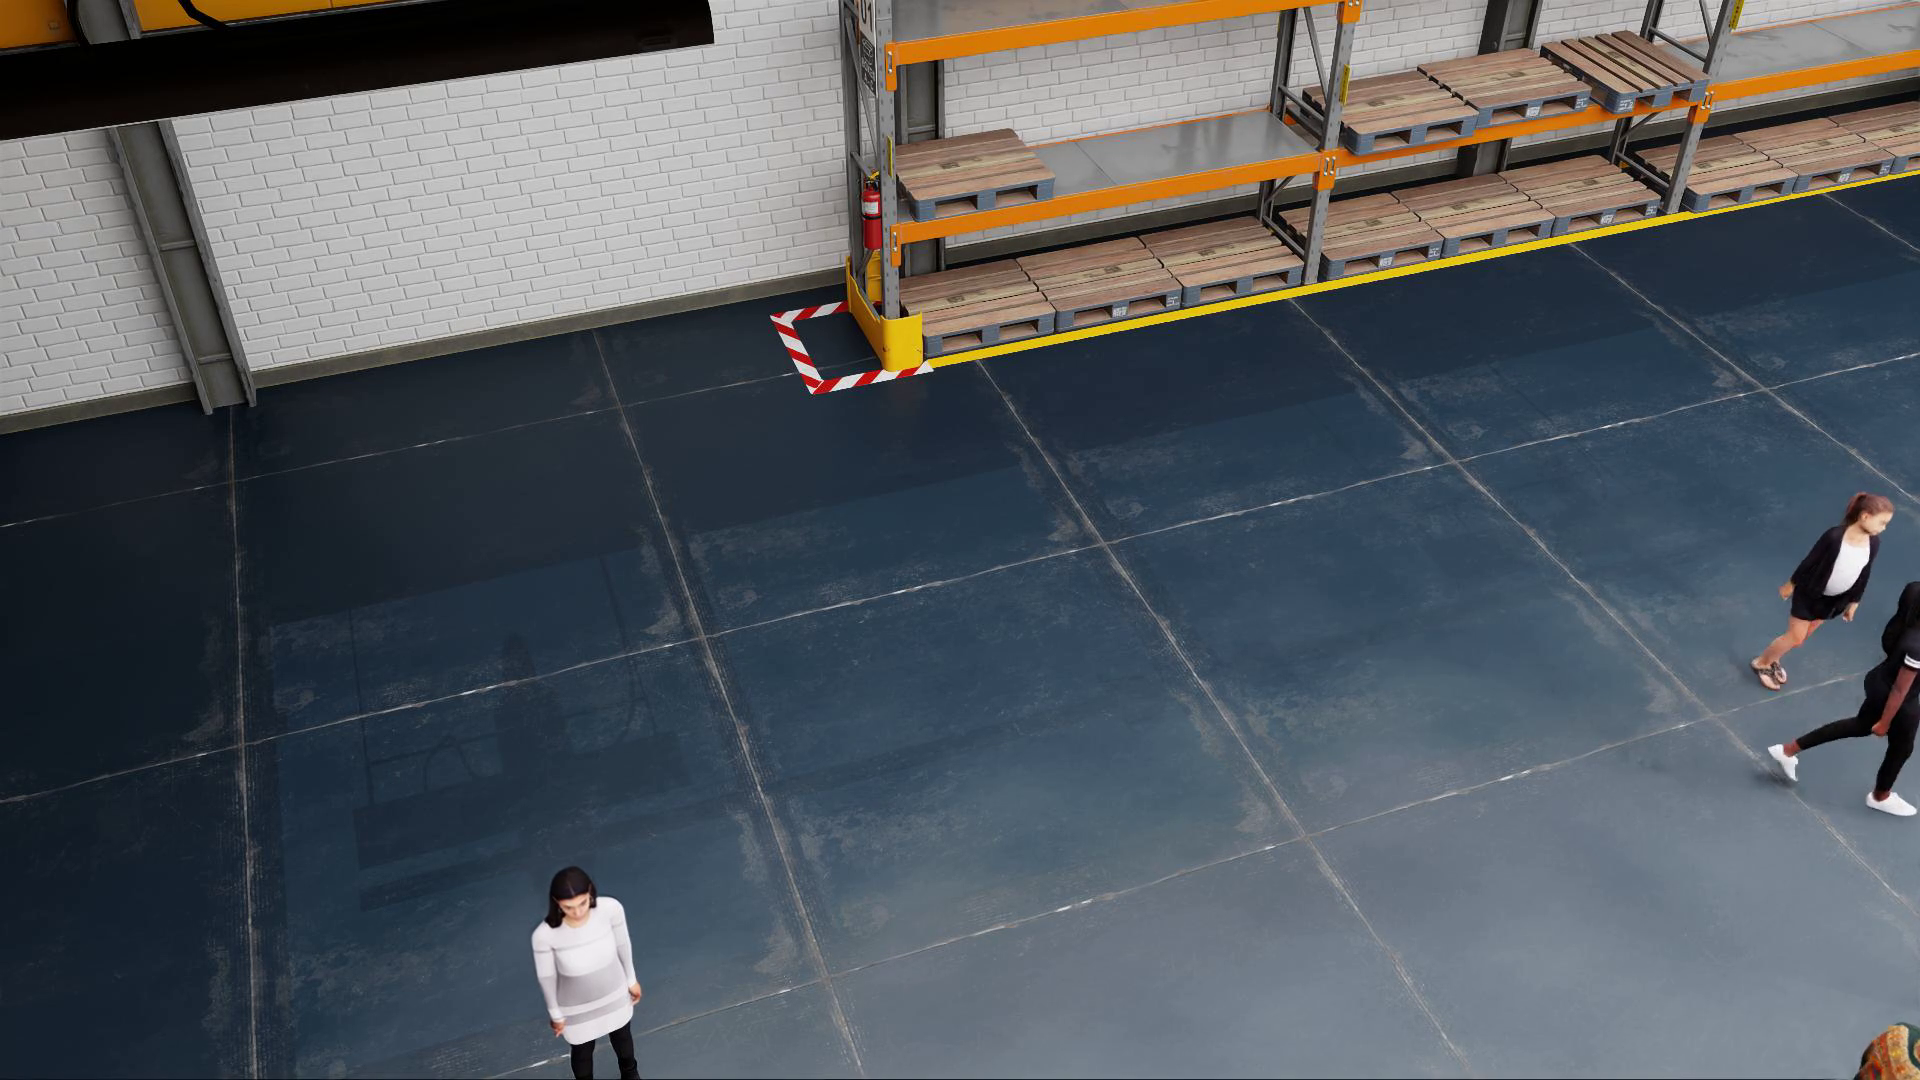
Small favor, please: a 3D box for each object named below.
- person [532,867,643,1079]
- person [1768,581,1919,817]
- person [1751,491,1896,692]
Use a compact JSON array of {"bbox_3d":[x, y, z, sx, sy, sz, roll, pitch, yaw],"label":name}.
[{"bbox_3d":[-1.765,2.194,8.047,0.508,1.807,0.705,-20,43,-23],"label":"person"},{"bbox_3d":[5.364,0.908,9.744,1.178,1.699,1.066,13,40,16],"label":"person"},{"bbox_3d":[5.461,0.308,10.636,0.616,1.523,0.731,8,39,9],"label":"person"}]
